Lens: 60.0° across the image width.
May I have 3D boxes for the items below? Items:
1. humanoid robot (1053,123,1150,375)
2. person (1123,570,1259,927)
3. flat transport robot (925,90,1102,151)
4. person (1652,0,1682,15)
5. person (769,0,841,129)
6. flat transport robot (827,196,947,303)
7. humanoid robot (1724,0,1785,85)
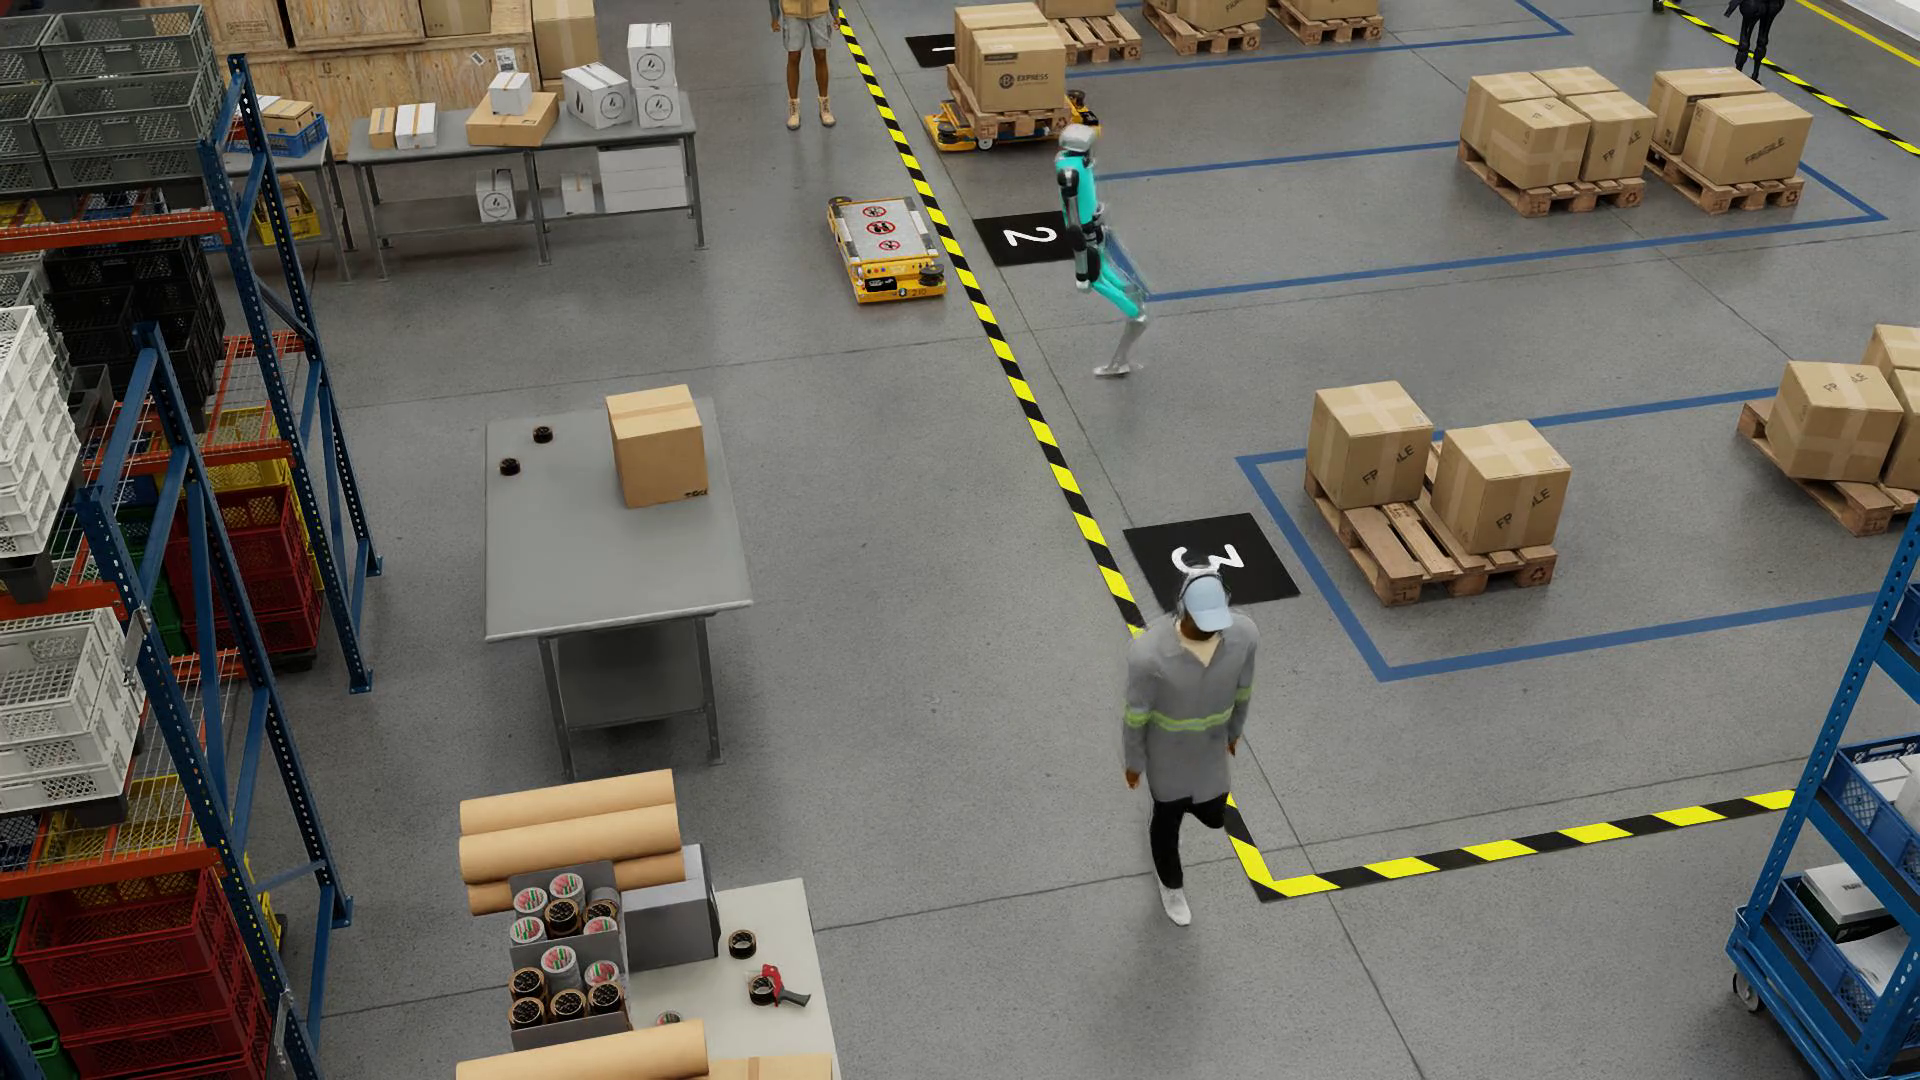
[{"bbox_3d":[0.986,-1.790,10.767,0.815,1.811,0.536,7,37,10],"label":"humanoid robot"},{"bbox_3d":[0.954,0.834,7.119,0.593,1.836,0.529,-9,38,-12],"label":"person"},{"bbox_3d":[0.458,-3.652,14.439,1.431,0.197,0.652,-8,37,-10],"label":"flat transport robot"},{"bbox_3d":[7.199,-6.157,16.528,0.593,1.821,0.426,9,38,12],"label":"person"},{"bbox_3d":[-1.310,-4.502,14.121,0.613,2.040,0.373,-6,37,-9],"label":"person"},{"bbox_3d":[-0.570,-2.220,12.538,0.659,0.231,1.431,-8,37,-10],"label":"flat transport robot"},{"bbox_3d":[7.197,-4.892,14.938,0.599,1.655,0.315,-15,39,-19],"label":"humanoid robot"}]
